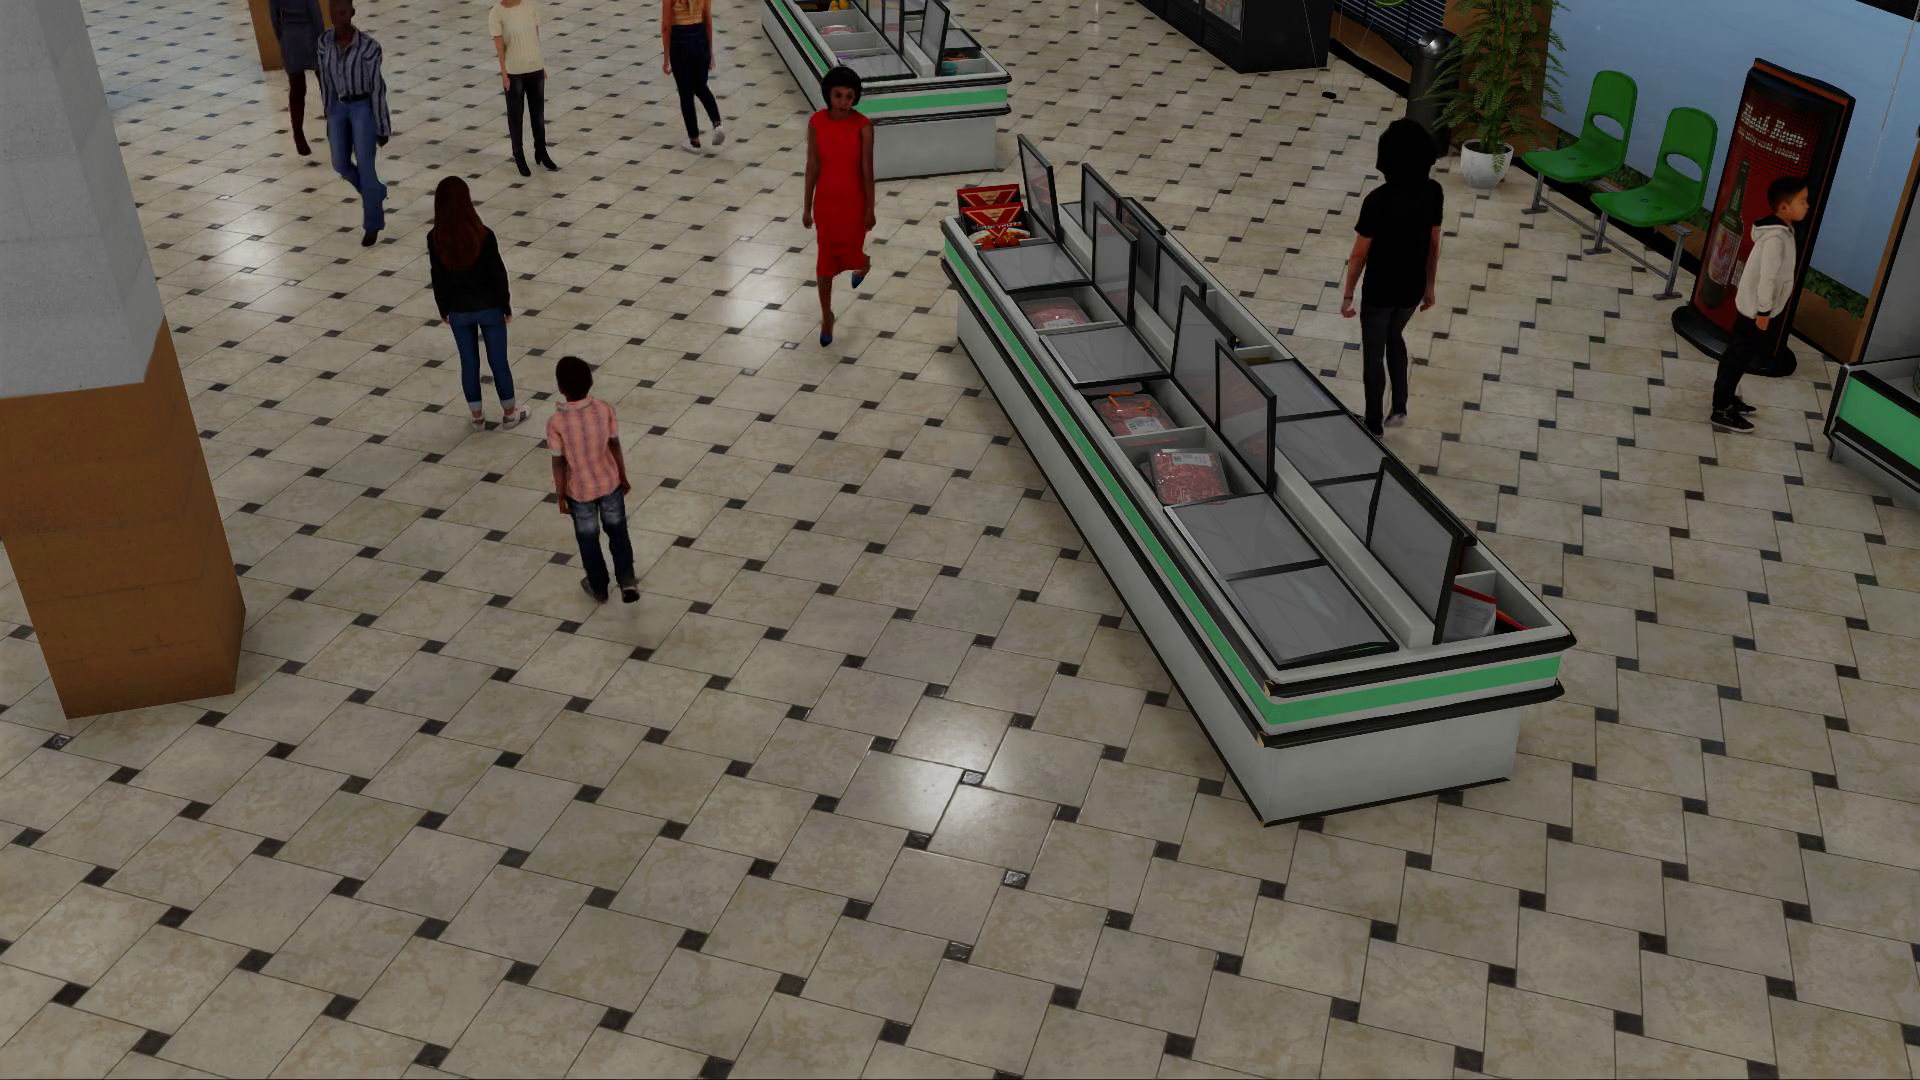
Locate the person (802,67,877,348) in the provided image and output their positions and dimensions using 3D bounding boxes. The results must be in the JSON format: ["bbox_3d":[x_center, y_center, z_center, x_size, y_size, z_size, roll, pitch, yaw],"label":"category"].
[{"bbox_3d":[-0.696,-2.080,10.281,0.868,1.724,1.026,9,33,14],"label":"person"}]

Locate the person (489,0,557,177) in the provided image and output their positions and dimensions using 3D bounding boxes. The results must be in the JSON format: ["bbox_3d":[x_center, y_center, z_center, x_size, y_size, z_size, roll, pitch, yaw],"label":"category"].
[{"bbox_3d":[-3.410,-3.659,12.948,0.657,1.588,0.646,-27,41,-36],"label":"person"}]

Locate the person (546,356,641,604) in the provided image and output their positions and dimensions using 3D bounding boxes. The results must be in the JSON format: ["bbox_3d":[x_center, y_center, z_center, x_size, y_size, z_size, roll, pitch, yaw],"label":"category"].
[{"bbox_3d":[-1.686,-0.236,7.720,0.620,1.298,0.749,-18,36,-26],"label":"person"}]

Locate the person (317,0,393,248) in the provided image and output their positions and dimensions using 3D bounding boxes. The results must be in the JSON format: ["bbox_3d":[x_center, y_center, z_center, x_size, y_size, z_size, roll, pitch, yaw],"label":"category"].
[{"bbox_3d":[-4.166,-2.956,11.644,0.808,1.771,0.846,9,33,14],"label":"person"}]

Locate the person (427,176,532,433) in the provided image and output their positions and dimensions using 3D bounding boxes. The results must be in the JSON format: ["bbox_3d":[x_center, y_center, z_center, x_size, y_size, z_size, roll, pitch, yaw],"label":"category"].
[{"bbox_3d":[-2.705,-1.304,9.263,0.597,1.482,0.553,-2,32,-4],"label":"person"}]

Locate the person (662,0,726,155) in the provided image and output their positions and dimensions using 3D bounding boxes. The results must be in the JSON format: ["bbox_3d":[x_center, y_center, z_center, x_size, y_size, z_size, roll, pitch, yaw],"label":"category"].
[{"bbox_3d":[-2.104,-3.853,13.232,0.729,1.618,0.835,-23,38,-32],"label":"person"}]

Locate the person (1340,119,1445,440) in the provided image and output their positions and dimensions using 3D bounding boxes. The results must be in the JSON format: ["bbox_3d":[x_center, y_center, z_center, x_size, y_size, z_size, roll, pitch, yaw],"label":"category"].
[{"bbox_3d":[2.388,-1.347,9.008,0.659,1.825,0.658,-8,33,-13],"label":"person"}]

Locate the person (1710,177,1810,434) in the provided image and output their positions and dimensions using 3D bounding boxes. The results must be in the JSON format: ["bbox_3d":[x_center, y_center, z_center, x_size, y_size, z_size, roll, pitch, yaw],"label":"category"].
[{"bbox_3d":[4.480,-1.337,9.341,0.717,1.455,0.646,15,35,22],"label":"person"}]

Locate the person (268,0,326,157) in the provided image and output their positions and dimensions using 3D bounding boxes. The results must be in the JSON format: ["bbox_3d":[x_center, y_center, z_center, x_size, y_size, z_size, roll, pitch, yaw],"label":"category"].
[{"bbox_3d":[-5.252,-3.836,13.267,0.722,1.552,1.146,-3,32,-4],"label":"person"}]
